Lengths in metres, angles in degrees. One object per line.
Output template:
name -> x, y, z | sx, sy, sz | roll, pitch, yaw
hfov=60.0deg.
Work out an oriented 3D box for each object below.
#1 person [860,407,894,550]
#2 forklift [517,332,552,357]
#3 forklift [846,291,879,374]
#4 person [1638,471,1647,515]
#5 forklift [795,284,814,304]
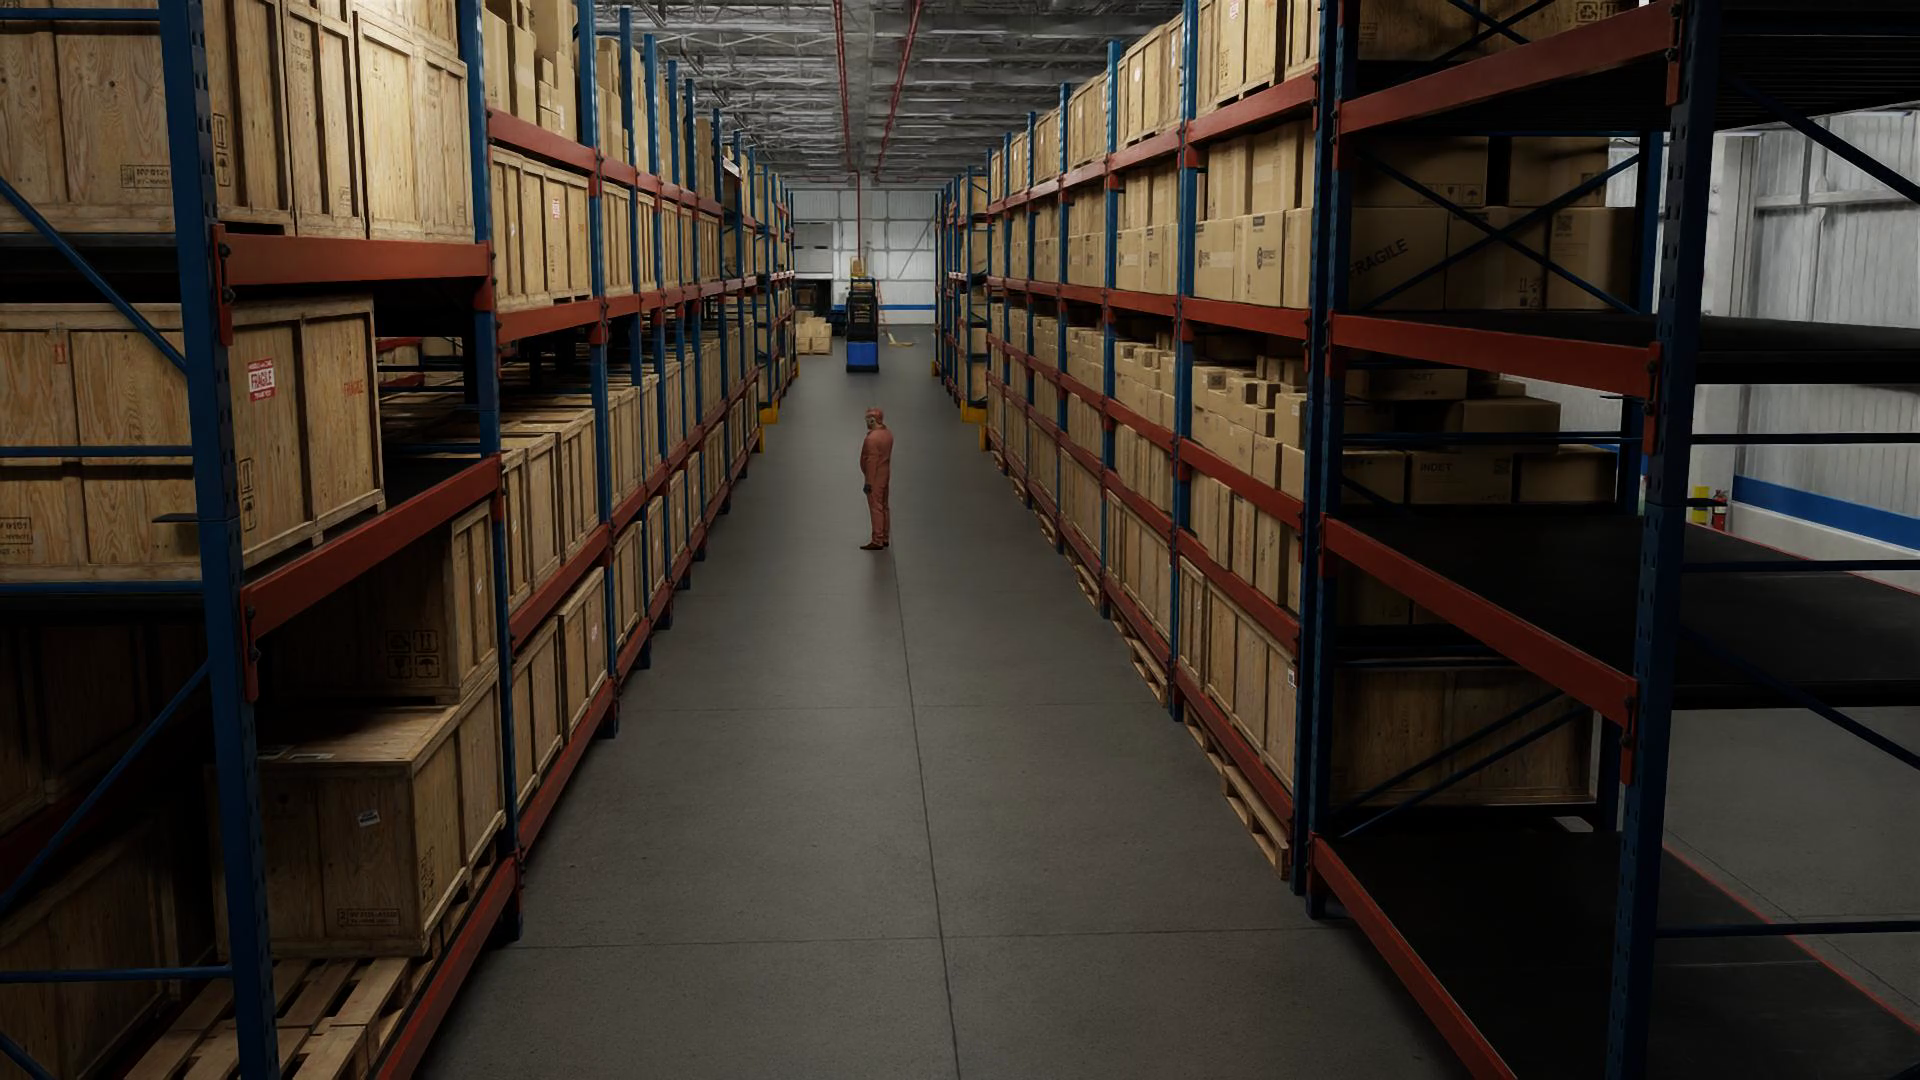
person -> -1.137, -0.826, 22.294 | 0.407, 1.913, 0.641 | 3, 10, 18
forklift -> -9.332, -3.684, 36.471 | 1.129, 2.768, 1.873 | 8, 12, 40
forklift -> -3.370, -7.168, 57.288 | 1.129, 2.768, 1.873 | -1, 10, -4
person -> 6.931, 0.143, 16.706 | 0.569, 1.840, 0.374 | 7, 12, 35
forklift -> -7.098, -10.340, 76.232 | 1.129, 2.768, 1.873 | -1, 10, -4
